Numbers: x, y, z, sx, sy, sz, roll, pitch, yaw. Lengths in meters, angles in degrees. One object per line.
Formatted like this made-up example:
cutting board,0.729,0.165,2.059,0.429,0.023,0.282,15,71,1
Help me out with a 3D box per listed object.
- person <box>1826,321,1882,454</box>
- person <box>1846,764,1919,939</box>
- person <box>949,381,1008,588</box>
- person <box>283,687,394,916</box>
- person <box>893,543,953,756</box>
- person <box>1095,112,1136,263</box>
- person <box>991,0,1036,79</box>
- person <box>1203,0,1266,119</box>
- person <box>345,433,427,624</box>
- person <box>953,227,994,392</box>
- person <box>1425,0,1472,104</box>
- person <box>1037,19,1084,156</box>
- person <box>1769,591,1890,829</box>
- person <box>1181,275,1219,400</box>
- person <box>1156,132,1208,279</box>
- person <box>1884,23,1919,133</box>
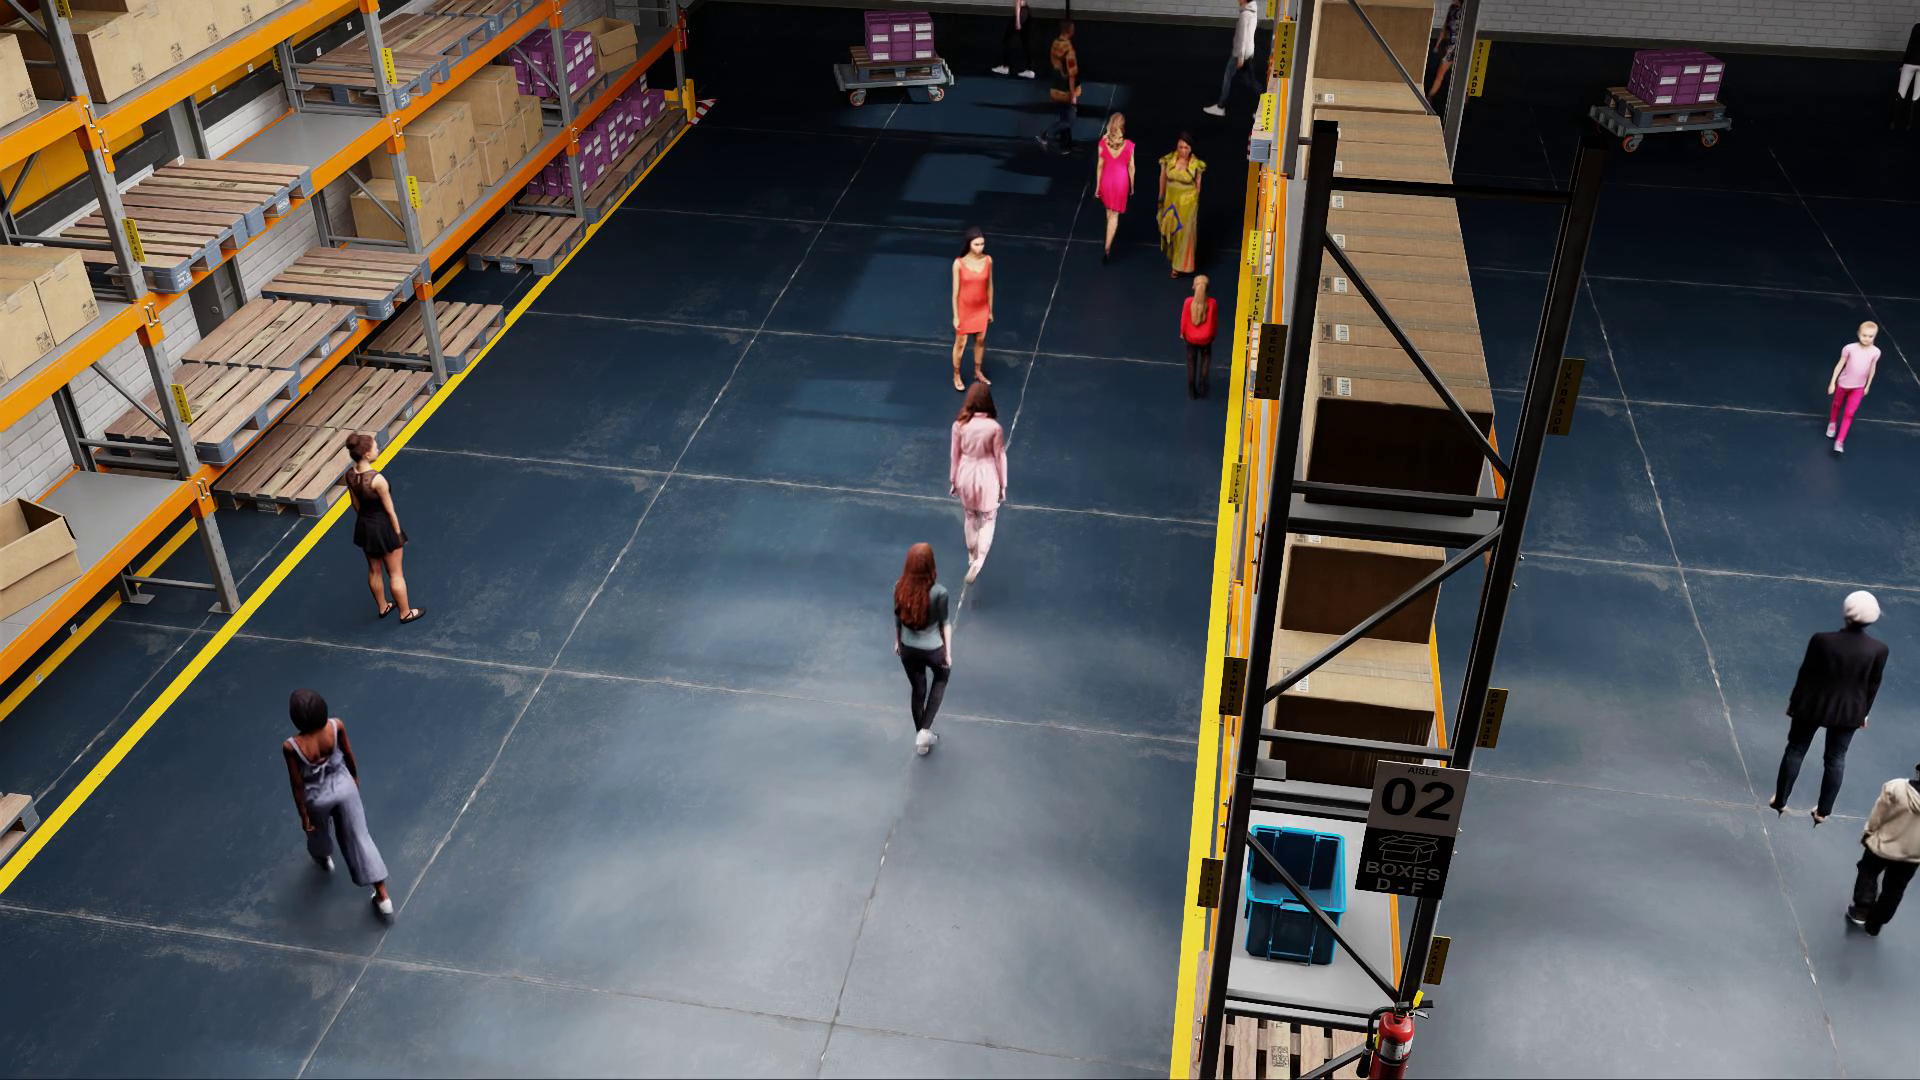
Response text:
person,8.361,-1.486,15.621,0.636,1.242,0.933,14,36,19
person,5.823,1.924,10.309,0.643,1.444,0.590,15,36,21
person,0.133,-0.402,13.498,0.634,1.787,0.909,5,34,7
person,-3.925,1.679,10.492,1.120,1.648,1.136,-24,41,-32
person,-0.283,0.835,11.687,0.629,1.731,0.667,10,35,15
person,1.748,-3.986,18.992,0.656,1.675,1.078,9,35,14
person,0.981,-7.650,24.461,0.825,1.721,0.917,15,36,21
person,3.989,-6.658,22.889,0.948,1.810,1.254,13,36,19
person,-4.601,-0.093,13.127,0.645,1.684,0.658,16,37,23
person,0.110,-2.277,16.386,0.665,1.712,0.681,-12,35,-17
person,6.999,-6.878,23.335,0.933,1.683,1.144,-5,34,-8
person,1.308,-5.881,21.733,1.002,1.796,1.007,-11,35,-16
person,5.492,1.069,10.424,0.750,1.778,0.640,11,35,16
person,2.343,-1.968,16.319,0.514,1.273,0.543,3,34,5
person,2.487,-3.840,18.809,0.773,1.633,1.075,9,35,13
person,13.013,-6.429,22.618,0.617,1.729,0.606,12,36,18
